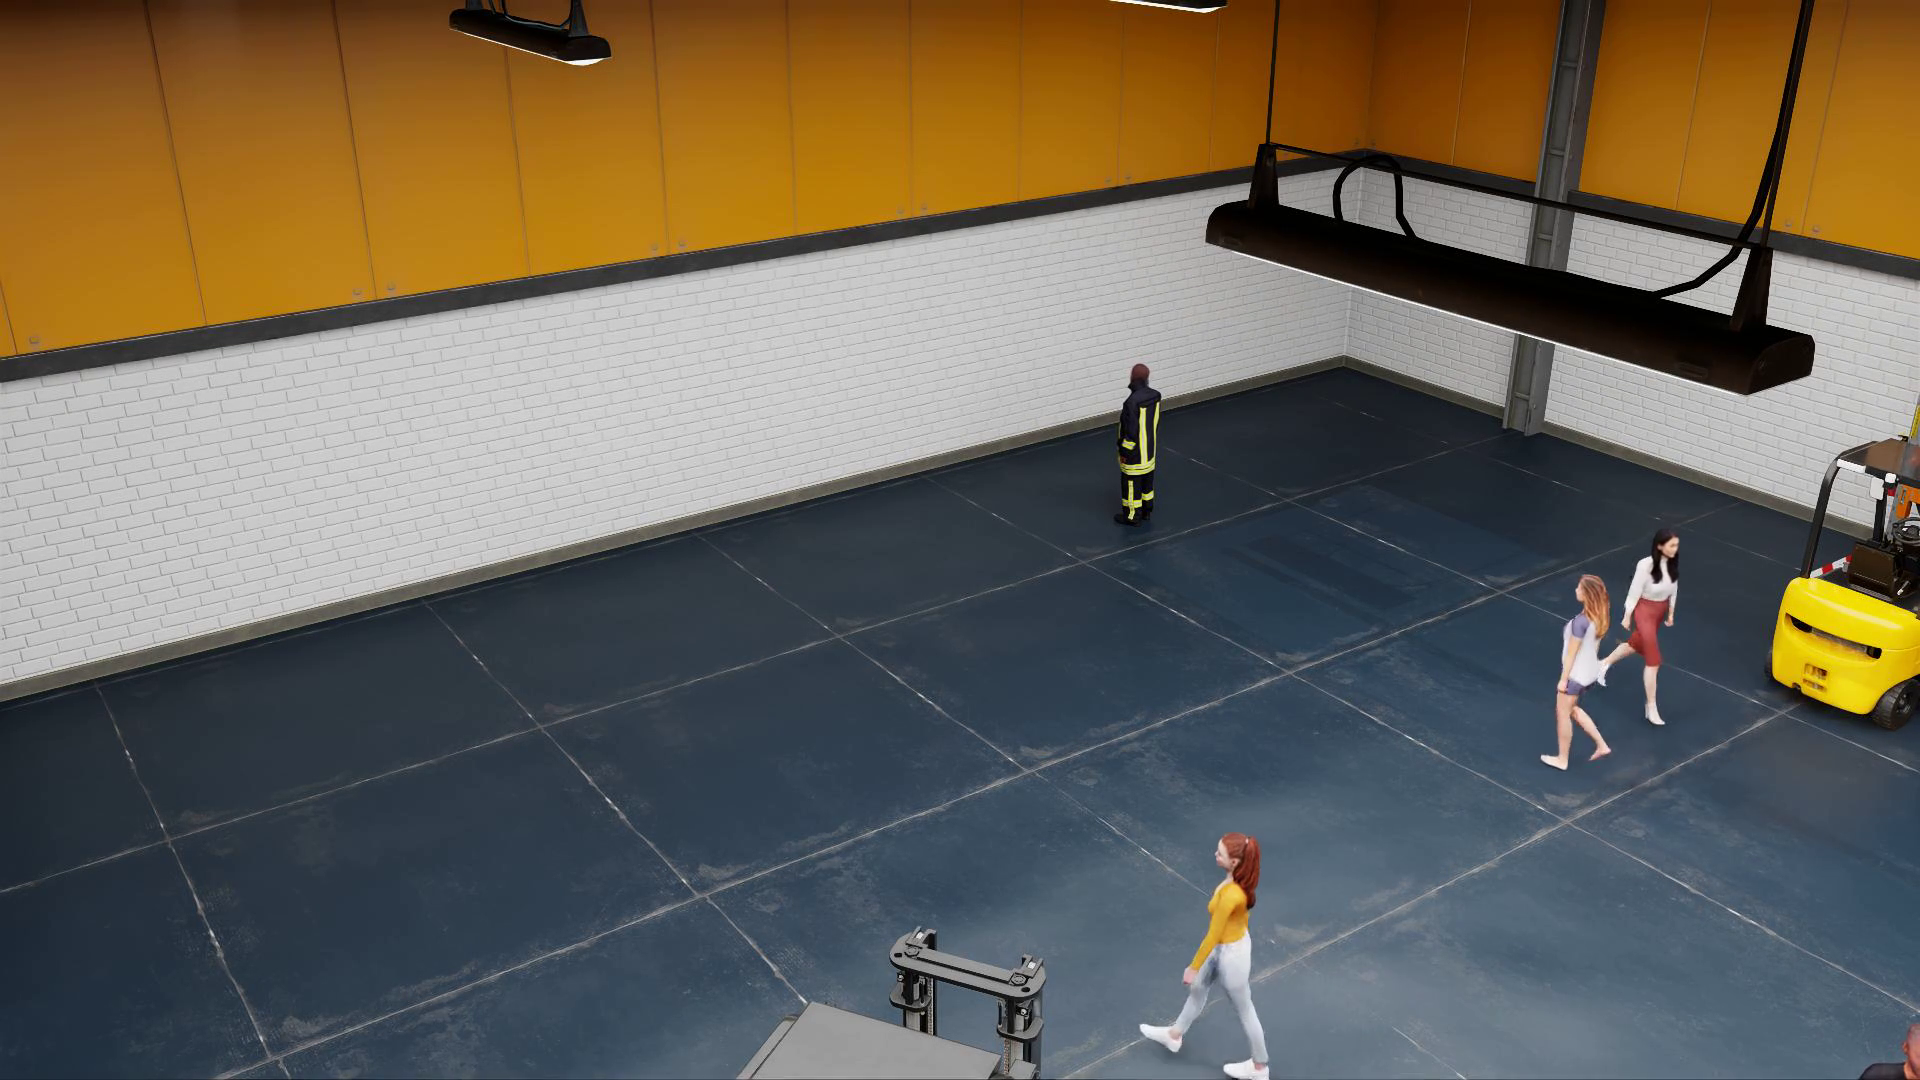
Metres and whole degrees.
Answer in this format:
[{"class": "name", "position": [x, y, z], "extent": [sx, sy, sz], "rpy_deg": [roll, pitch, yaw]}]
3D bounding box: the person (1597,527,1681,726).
[{"class": "person", "position": [5.858, 0.678, 14.326], "extent": [0.709, 1.714, 1.118], "rpy_deg": [-11, 26, -24]}]

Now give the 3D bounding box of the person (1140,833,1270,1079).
[{"class": "person", "position": [1.724, 2.555, 10.037], "extent": [1.139, 1.710, 1.003], "rpy_deg": [7, 24, 15]}]

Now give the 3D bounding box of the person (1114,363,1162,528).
[{"class": "person", "position": [1.952, -1.061, 18.168], "extent": [0.754, 1.822, 0.808], "rpy_deg": [20, 30, 38]}]

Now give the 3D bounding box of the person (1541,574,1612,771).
[{"class": "person", "position": [5.046, 1.106, 13.340], "extent": [0.803, 1.719, 0.694], "rpy_deg": [20, 30, 38]}]
